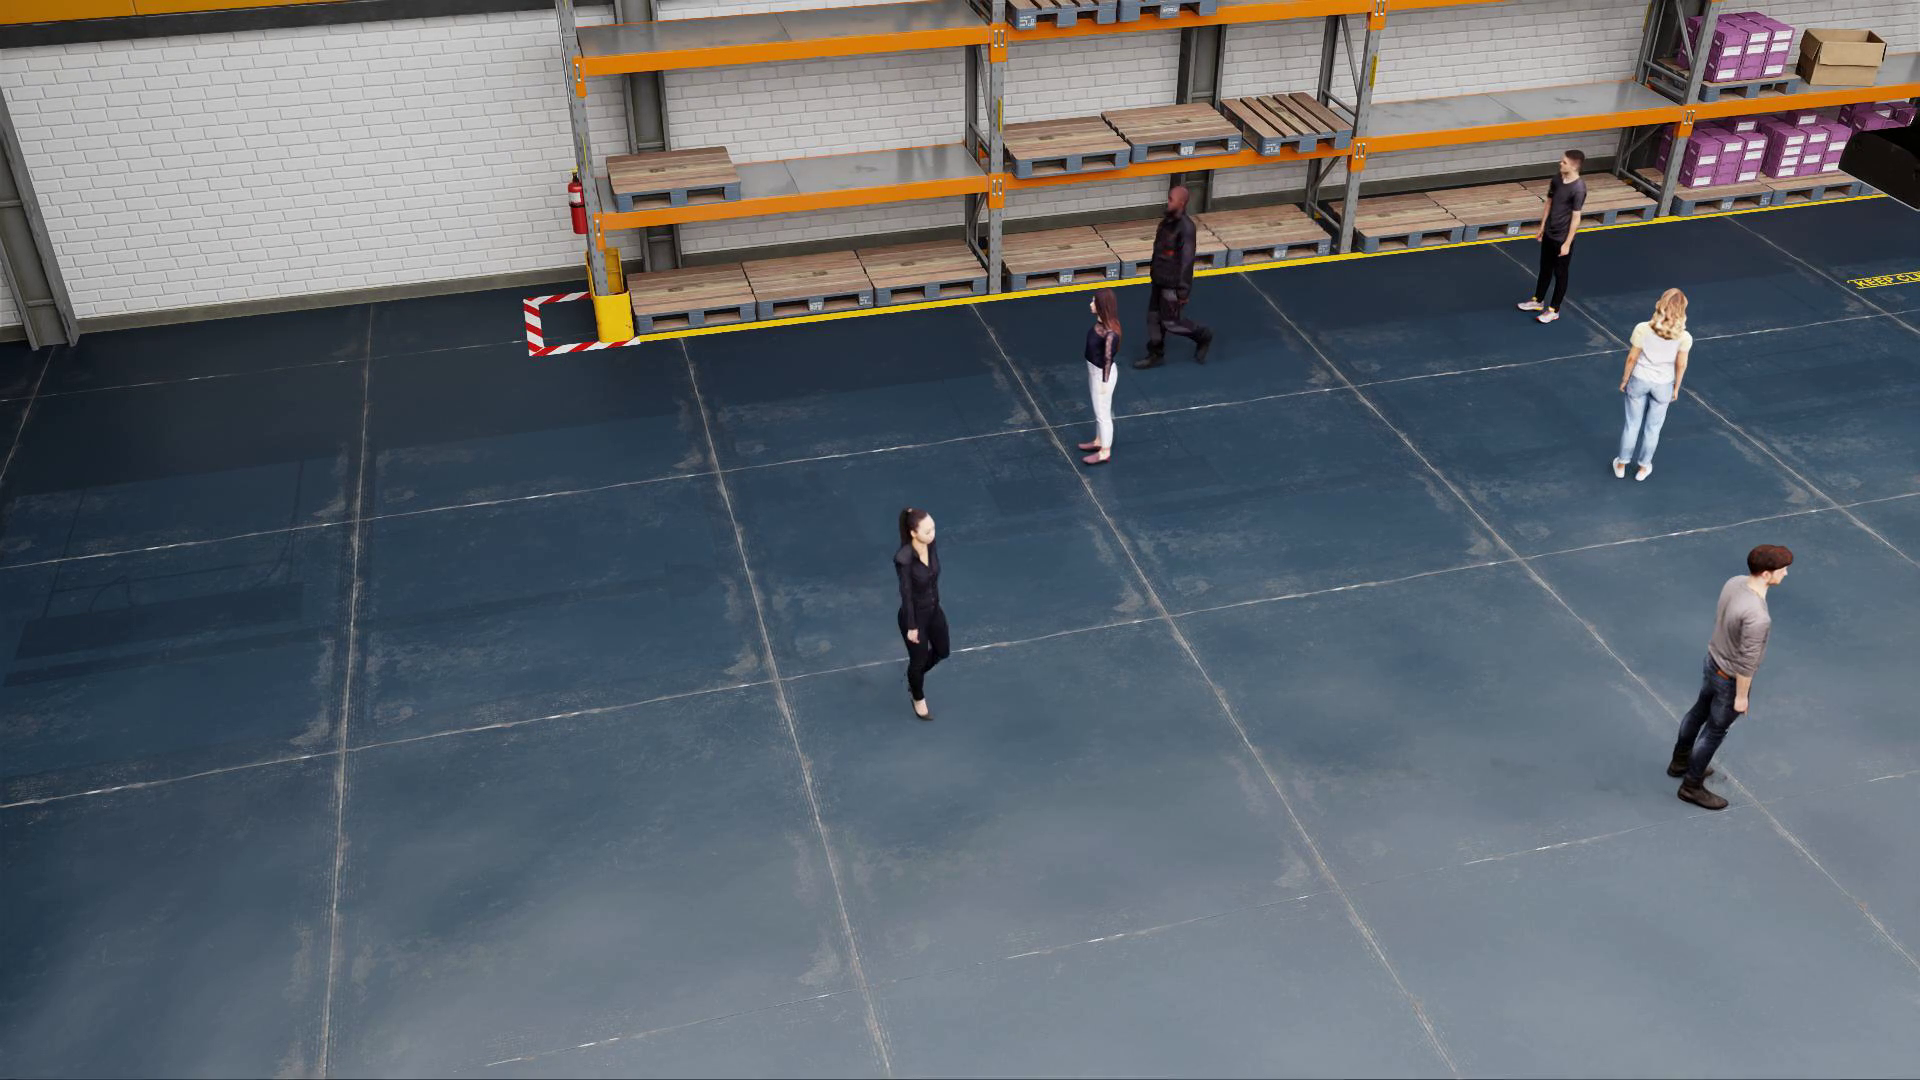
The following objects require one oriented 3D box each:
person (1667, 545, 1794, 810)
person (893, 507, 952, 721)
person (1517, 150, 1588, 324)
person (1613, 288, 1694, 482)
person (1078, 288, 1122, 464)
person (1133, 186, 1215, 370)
[{"bbox_3d":[4.867,0.833,10.553,0.705,1.903,0.769,4,34,5],"label":"person"},{"bbox_3d":[-0.328,0.502,11.232,0.792,1.703,0.725,23,40,30],"label":"person"},{"bbox_3d":[5.947,-3.029,16.490,0.557,1.762,0.638,-10,35,-15],"label":"person"},{"bbox_3d":[5.781,-1.295,13.918,0.678,1.722,0.768,13,36,19],"label":"person"},{"bbox_3d":[1.198,-1.411,14.196,0.604,1.608,0.639,-1,34,-1],"label":"person"},{"bbox_3d":[2.058,-2.449,15.583,1.033,1.802,0.755,-12,35,-17],"label":"person"}]
